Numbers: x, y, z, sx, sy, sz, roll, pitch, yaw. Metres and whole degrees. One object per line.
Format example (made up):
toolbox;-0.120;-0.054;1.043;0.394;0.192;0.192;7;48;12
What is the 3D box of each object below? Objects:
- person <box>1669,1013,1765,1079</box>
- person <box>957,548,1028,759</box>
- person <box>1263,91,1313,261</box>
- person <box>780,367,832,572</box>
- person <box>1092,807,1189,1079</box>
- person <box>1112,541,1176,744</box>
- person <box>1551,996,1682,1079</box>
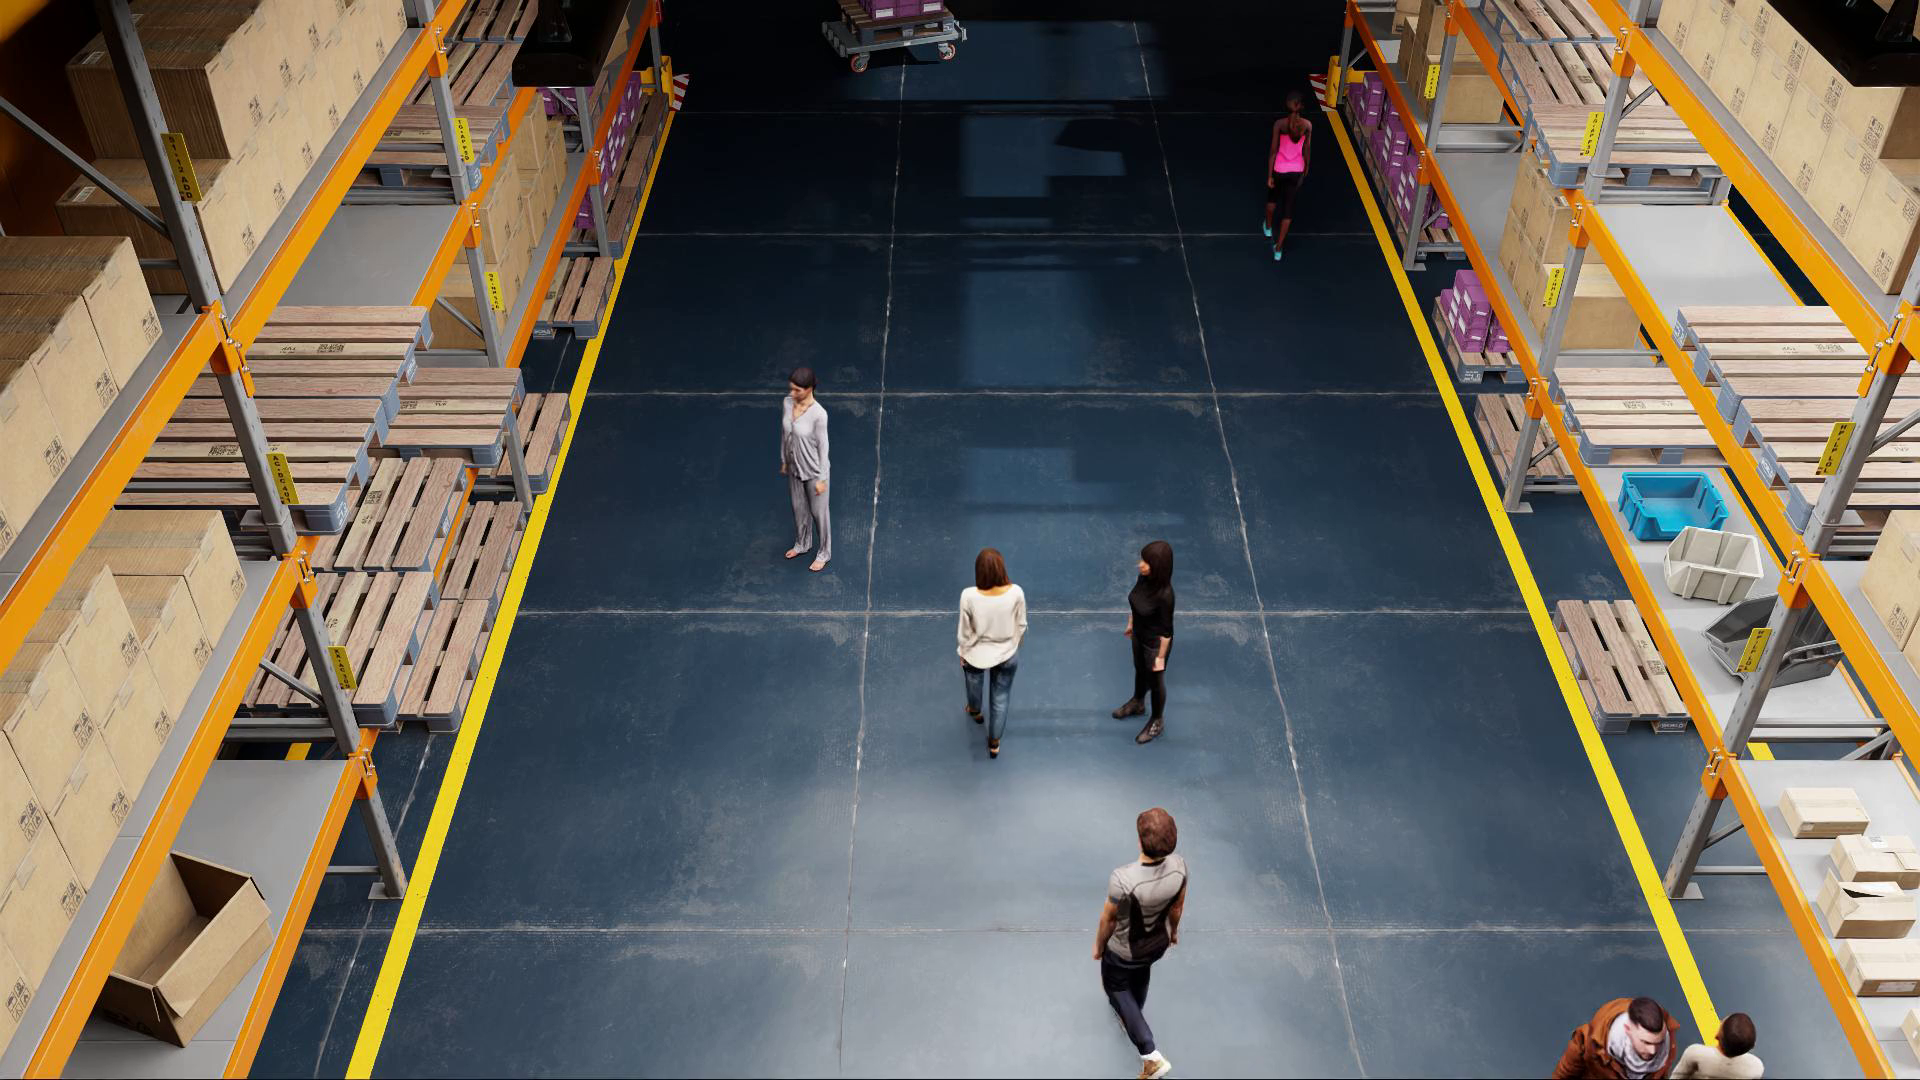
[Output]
person;3.805;2.924;8.523;0.584;1.462;0.565;8;39;10
person;0.217;0.799;11.021;0.612;1.665;0.744;0;39;0
person;3.242;-3.586;16.487;0.666;1.696;0.970;6;39;7
person;-1.159;-0.563;12.638;0.682;1.776;0.721;26;45;28
person;1.005;2.230;9.060;0.917;1.876;1.122;-15;41;-18
person;1.295;0.656;11.219;0.713;1.642;0.587;-17;42;-20
person;3.167;2.812;8.375;0.738;1.822;0.710;-3;39;-4
